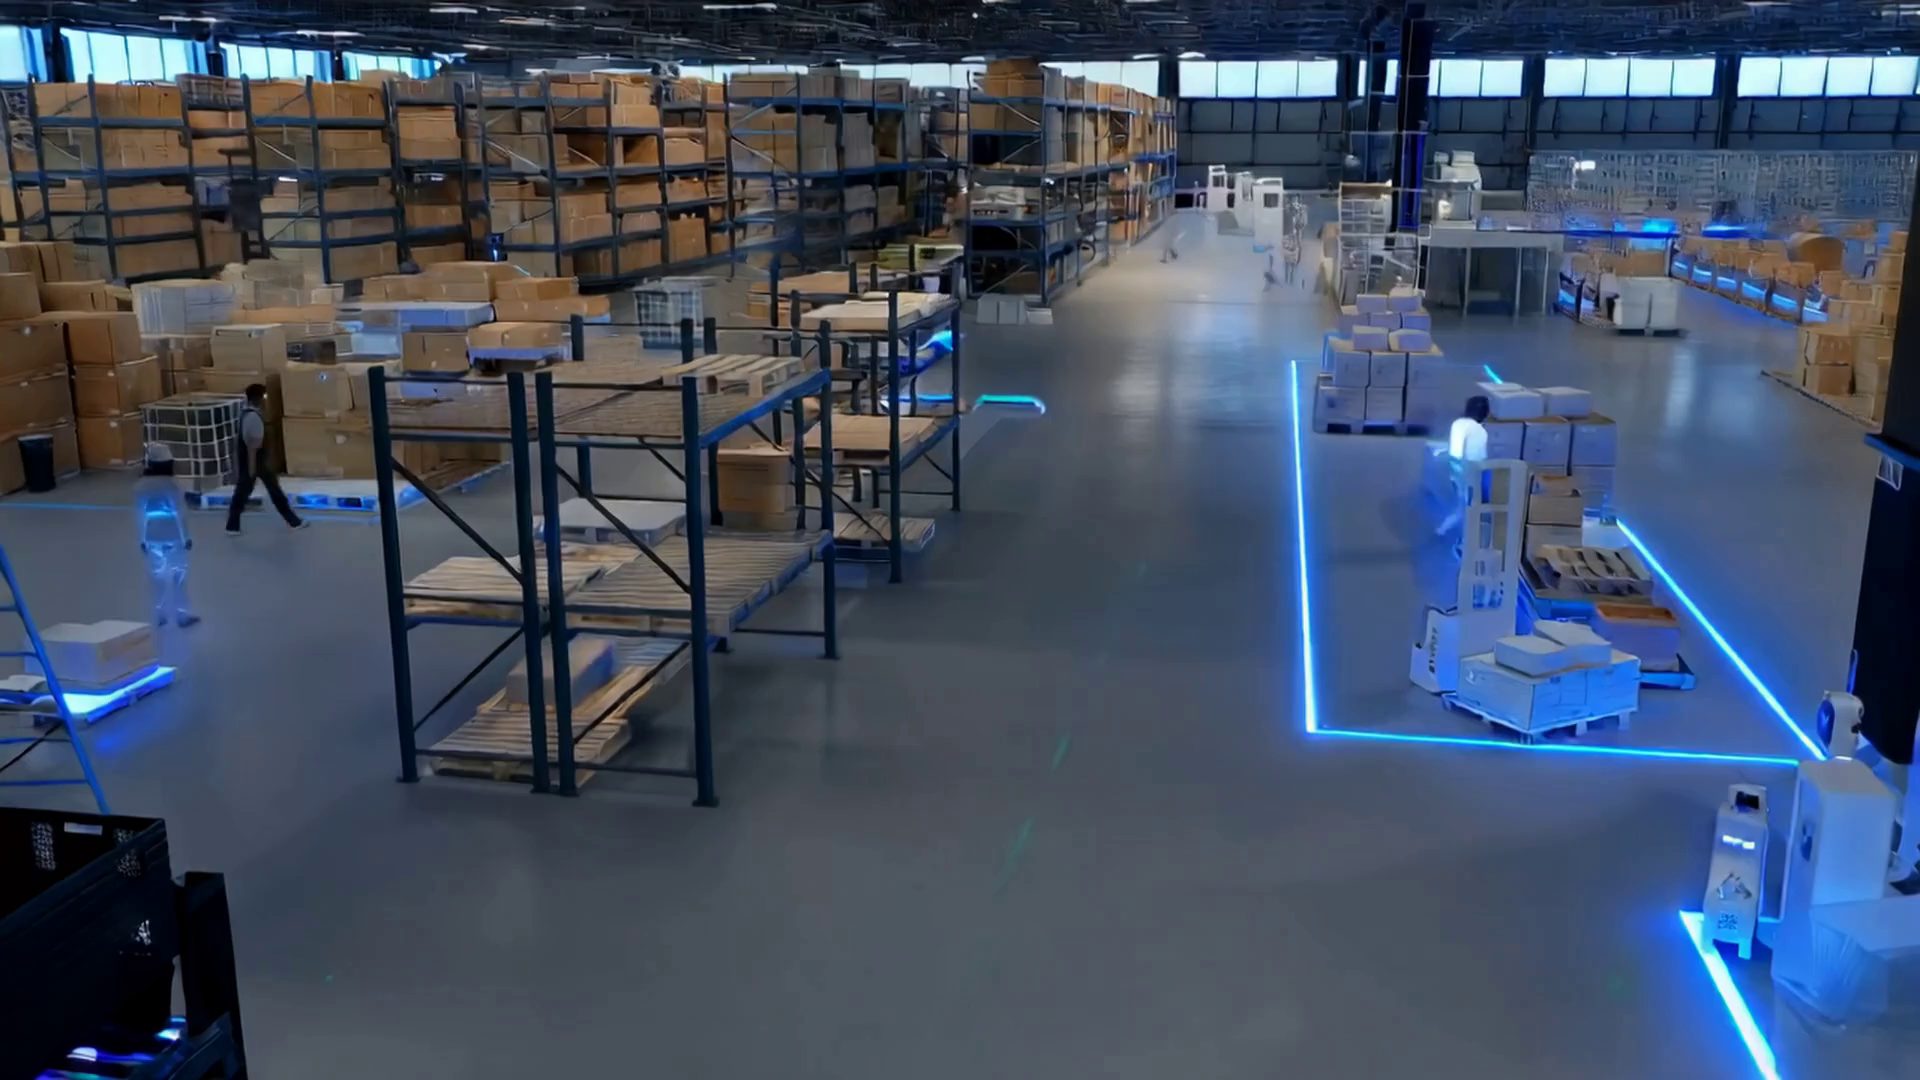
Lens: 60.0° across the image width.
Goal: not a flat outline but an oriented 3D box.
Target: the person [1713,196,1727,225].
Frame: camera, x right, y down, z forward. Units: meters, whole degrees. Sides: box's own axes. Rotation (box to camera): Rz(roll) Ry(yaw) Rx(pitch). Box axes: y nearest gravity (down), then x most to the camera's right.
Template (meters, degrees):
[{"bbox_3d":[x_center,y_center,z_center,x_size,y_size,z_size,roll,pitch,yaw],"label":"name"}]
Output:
[{"bbox_3d":[33.350,-14.169,72.958,0.948,1.793,0.584,-12,19,-41],"label":"person"}]

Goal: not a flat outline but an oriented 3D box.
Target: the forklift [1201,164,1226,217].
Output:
[{"bbox_3d":[13.932,-19.051,90.552,1.129,2.768,1.873,-2,14,-8],"label":"forklift"}]

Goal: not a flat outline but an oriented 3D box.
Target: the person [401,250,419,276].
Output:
[{"bbox_3d":[-13.797,-6.434,41.760,0.316,1.695,0.542,9,16,31],"label":"person"}]

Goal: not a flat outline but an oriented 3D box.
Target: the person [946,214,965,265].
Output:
[{"bbox_3d":[-0.138,-10.078,56.222,0.646,1.871,0.897,-2,14,-6],"label":"person"}]

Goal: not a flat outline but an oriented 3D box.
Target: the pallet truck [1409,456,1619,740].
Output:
[{"bbox_3d":[4.504,0.400,13.395,0.823,1.965,1.885,-6,15,-23],"label":"pallet truck"}]

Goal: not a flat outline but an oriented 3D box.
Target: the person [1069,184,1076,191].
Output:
[{"bbox_3d":[5.883,-18.121,88.815,0.655,1.891,0.527,0,14,0],"label":"person"}]

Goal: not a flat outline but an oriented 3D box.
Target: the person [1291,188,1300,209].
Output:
[{"bbox_3d":[16.054,-15.849,79.506,0.613,1.937,0.416,-11,18,-39],"label":"person"}]

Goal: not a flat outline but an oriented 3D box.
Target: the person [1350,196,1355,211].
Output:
[{"bbox_3d":[20.673,-17.793,87.810,0.485,1.735,0.347,-9,17,-33],"label":"person"}]

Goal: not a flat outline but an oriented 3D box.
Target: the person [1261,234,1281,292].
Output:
[{"bbox_3d":[9.021,-8.004,48.182,0.442,1.686,0.539,0,14,2],"label":"person"}]

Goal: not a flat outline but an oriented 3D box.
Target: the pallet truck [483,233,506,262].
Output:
[{"bbox_3d":[-11.832,-7.026,43.548,1.885,1.965,0.823,8,16,28],"label":"pallet truck"}]

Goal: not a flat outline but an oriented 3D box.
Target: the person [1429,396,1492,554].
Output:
[{"bbox_3d":[5.487,-0.660,18.044,0.533,1.830,0.646,-3,14,-10],"label":"person"}]

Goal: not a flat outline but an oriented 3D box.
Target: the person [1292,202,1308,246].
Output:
[{"bbox_3d":[13.657,-12.673,66.870,0.609,1.813,0.789,1,14,5],"label":"person"}]

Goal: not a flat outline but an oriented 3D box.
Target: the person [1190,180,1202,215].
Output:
[{"bbox_3d":[13.098,-18.916,91.994,0.655,1.921,0.547,1,14,4],"label":"person"}]

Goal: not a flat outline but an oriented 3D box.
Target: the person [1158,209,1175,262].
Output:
[{"bbox_3d":[7.366,-10.809,59.144,0.527,1.877,0.679,0,14,0],"label":"person"}]

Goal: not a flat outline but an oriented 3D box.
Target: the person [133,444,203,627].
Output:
[{"bbox_3d":[-7.495,-0.039,15.705,0.492,1.740,0.325,1,14,3],"label":"person"}]

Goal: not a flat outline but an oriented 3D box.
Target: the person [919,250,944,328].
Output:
[{"bbox_3d":[-0.719,-6.076,39.822,0.662,1.943,0.674,-6,15,-24],"label":"person"}]

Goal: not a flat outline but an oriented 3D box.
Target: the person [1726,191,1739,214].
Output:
[{"bbox_3d":[34.152,-14.454,73.719,0.646,1.983,0.422,-3,14,-14],"label":"person"}]

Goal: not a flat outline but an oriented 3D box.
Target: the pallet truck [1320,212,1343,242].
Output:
[{"bbox_3d":[15.874,-13.227,70.310,0.680,1.201,1.601,10,17,35],"label":"pallet truck"}]

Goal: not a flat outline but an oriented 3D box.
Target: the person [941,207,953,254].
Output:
[{"bbox_3d":[-0.335,-11.705,62.949,0.802,1.805,0.607,0,14,2],"label":"person"}]

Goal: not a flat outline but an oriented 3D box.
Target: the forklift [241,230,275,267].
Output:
[{"bbox_3d":[-20.771,-8.872,49.224,1.129,2.768,1.873,-4,14,-14],"label":"forklift"}]

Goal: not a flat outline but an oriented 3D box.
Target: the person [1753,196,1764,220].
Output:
[{"bbox_3d":[33.554,-13.471,69.906,0.405,1.905,0.650,8,16,29],"label":"person"}]

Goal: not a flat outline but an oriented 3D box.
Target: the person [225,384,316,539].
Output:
[{"bbox_3d":[-8.062,-0.908,19.158,0.997,1.785,0.512,-8,16,-29],"label":"person"}]

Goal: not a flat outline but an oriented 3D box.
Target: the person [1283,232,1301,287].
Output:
[{"bbox_3d":[9.986,-8.458,50.084,0.542,1.648,0.889,3,14,13],"label":"person"}]

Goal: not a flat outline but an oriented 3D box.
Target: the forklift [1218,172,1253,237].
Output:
[{"bbox_3d":[12.514,-14.908,73.731,1.873,2.768,1.129,13,19,42],"label":"forklift"}]

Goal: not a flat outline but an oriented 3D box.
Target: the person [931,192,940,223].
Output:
[{"bbox_3d":[-1.320,-16.928,84.115,0.617,1.819,0.416,1,14,4],"label":"person"}]

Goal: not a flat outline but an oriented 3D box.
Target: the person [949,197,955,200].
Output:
[{"bbox_3d":[-0.418,-19.058,92.654,1.039,1.875,0.562,12,18,40],"label":"person"}]

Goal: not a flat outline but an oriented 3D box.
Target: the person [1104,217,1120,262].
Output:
[{"bbox_3d":[5.384,-10.772,59.538,0.737,1.607,0.508,1,14,4],"label":"person"}]

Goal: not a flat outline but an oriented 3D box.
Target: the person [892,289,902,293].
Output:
[{"bbox_3d":[-1.198,-4.267,32.505,0.652,1.925,0.565,1,14,5],"label":"person"}]

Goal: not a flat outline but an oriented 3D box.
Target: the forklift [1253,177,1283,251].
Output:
[{"bbox_3d":[12.083,-12.747,64.956,1.129,2.768,1.873,3,14,10],"label":"forklift"}]
